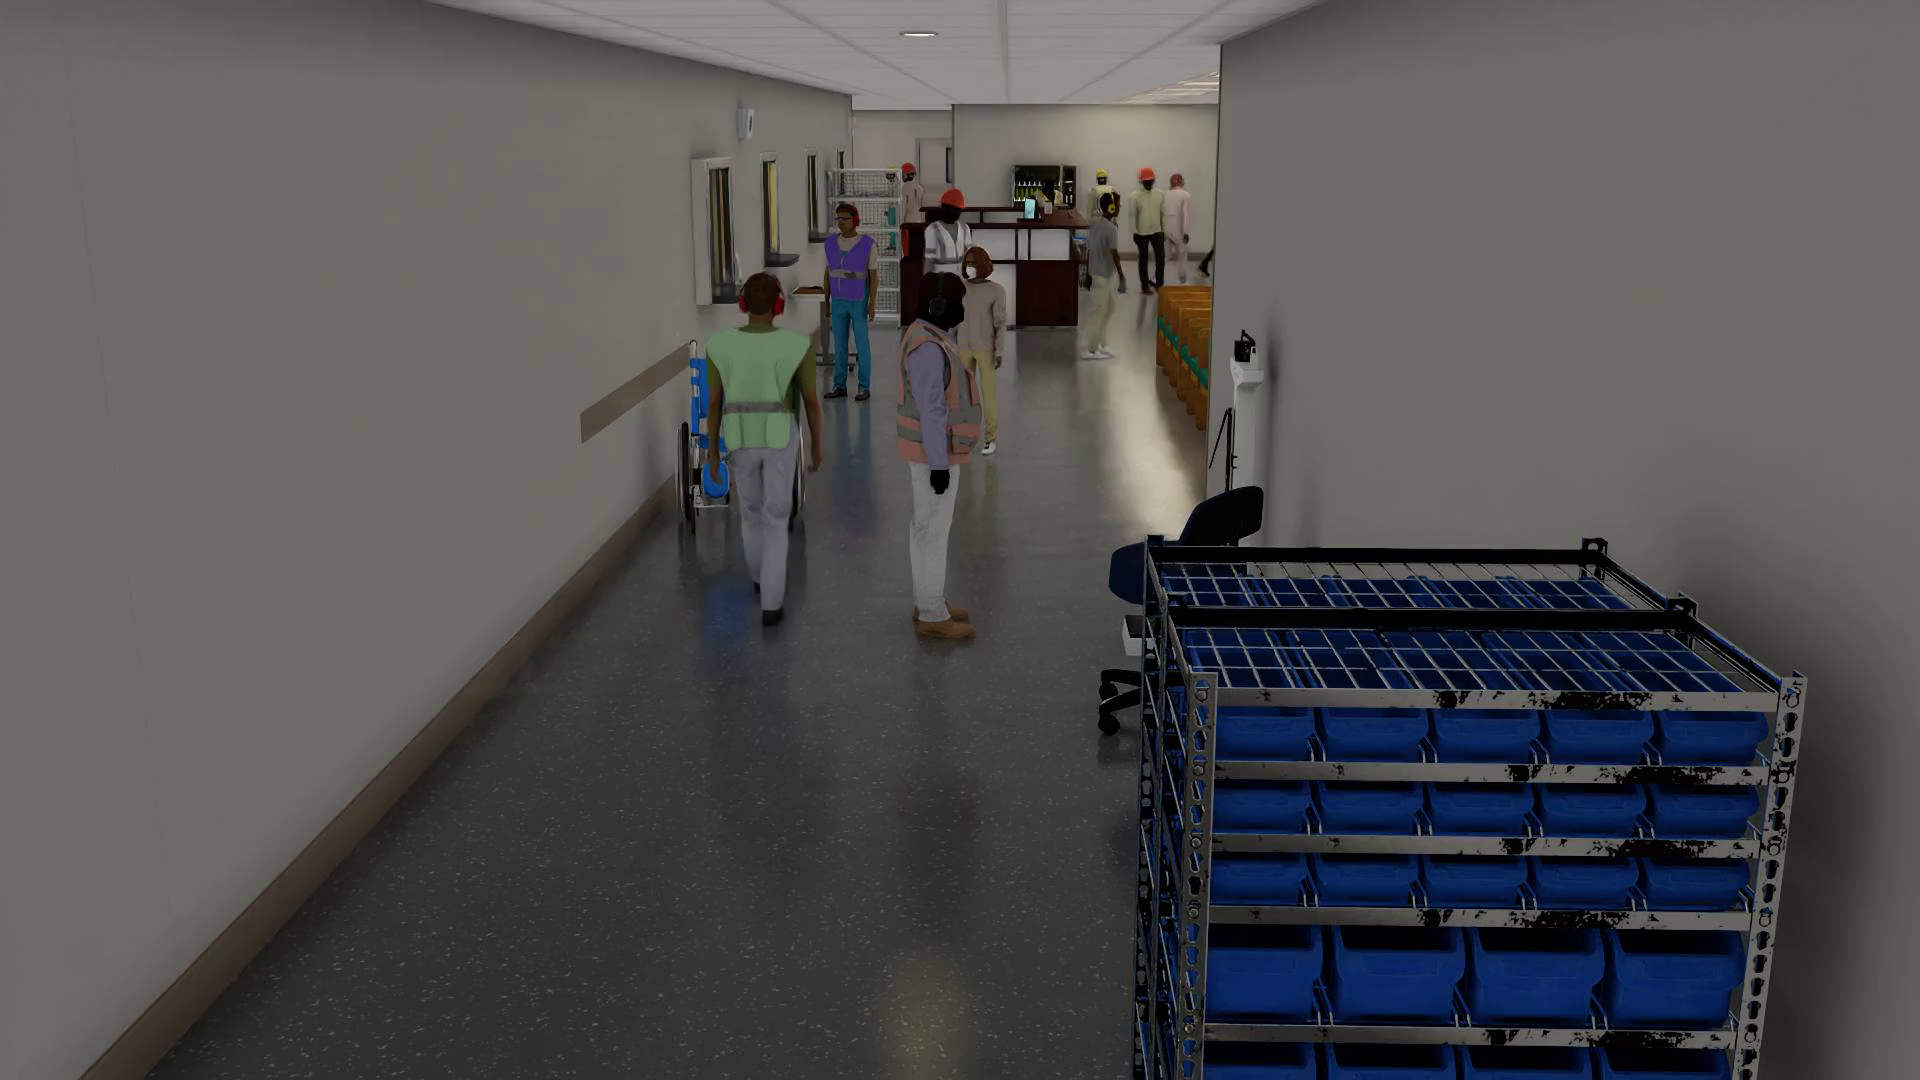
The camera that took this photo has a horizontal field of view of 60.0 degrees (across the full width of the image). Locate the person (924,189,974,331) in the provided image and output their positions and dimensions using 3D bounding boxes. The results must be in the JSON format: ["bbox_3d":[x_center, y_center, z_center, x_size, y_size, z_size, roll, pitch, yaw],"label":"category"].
[{"bbox_3d":[-0.063,-2.714,17.502,0.565,1.914,0.530,-11,18,-39],"label":"person"}]

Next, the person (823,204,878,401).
[{"bbox_3d":[-1.035,-2.253,15.773,0.565,1.846,0.388,6,15,24],"label":"person"}]

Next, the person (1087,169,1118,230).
[{"bbox_3d":[2.595,-5.843,30.392,0.586,1.822,0.403,-2,14,-7],"label":"person"}]

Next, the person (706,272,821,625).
[{"bbox_3d":[-1.020,-0.509,8.794,0.571,1.794,0.935,1,14,5],"label":"person"}]

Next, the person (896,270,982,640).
[{"bbox_3d":[-0.104,-0.428,8.384,0.429,1.842,0.622,-1,14,-3],"label":"person"}]

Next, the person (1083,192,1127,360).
[{"bbox_3d":[1.645,-2.926,18.491,0.598,1.847,0.554,-6,15,-22],"label":"person"}]

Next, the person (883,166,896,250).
[{"bbox_3d":[-1.454,-7.072,35.488,0.303,1.772,0.522,7,15,25],"label":"person"}]

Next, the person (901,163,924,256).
[{"bbox_3d":[-0.843,-5.227,27.535,0.390,1.992,0.624,10,17,35],"label":"person"}]

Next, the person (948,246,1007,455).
[{"bbox_3d":[0.128,-1.486,13.100,0.497,1.633,0.284,7,16,27],"label":"person"}]

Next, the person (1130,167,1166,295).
[{"bbox_3d":[2.924,-4.737,25.598,0.628,1.968,0.695,-3,14,-12],"label":"person"}]

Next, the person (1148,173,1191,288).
[{"bbox_3d":[3.434,-4.994,26.911,0.684,1.852,0.924,10,17,36],"label":"person"}]

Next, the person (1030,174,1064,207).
[{"bbox_3d":[1.414,-4.977,26.860,0.628,1.835,0.429,-7,15,-26],"label":"person"}]
